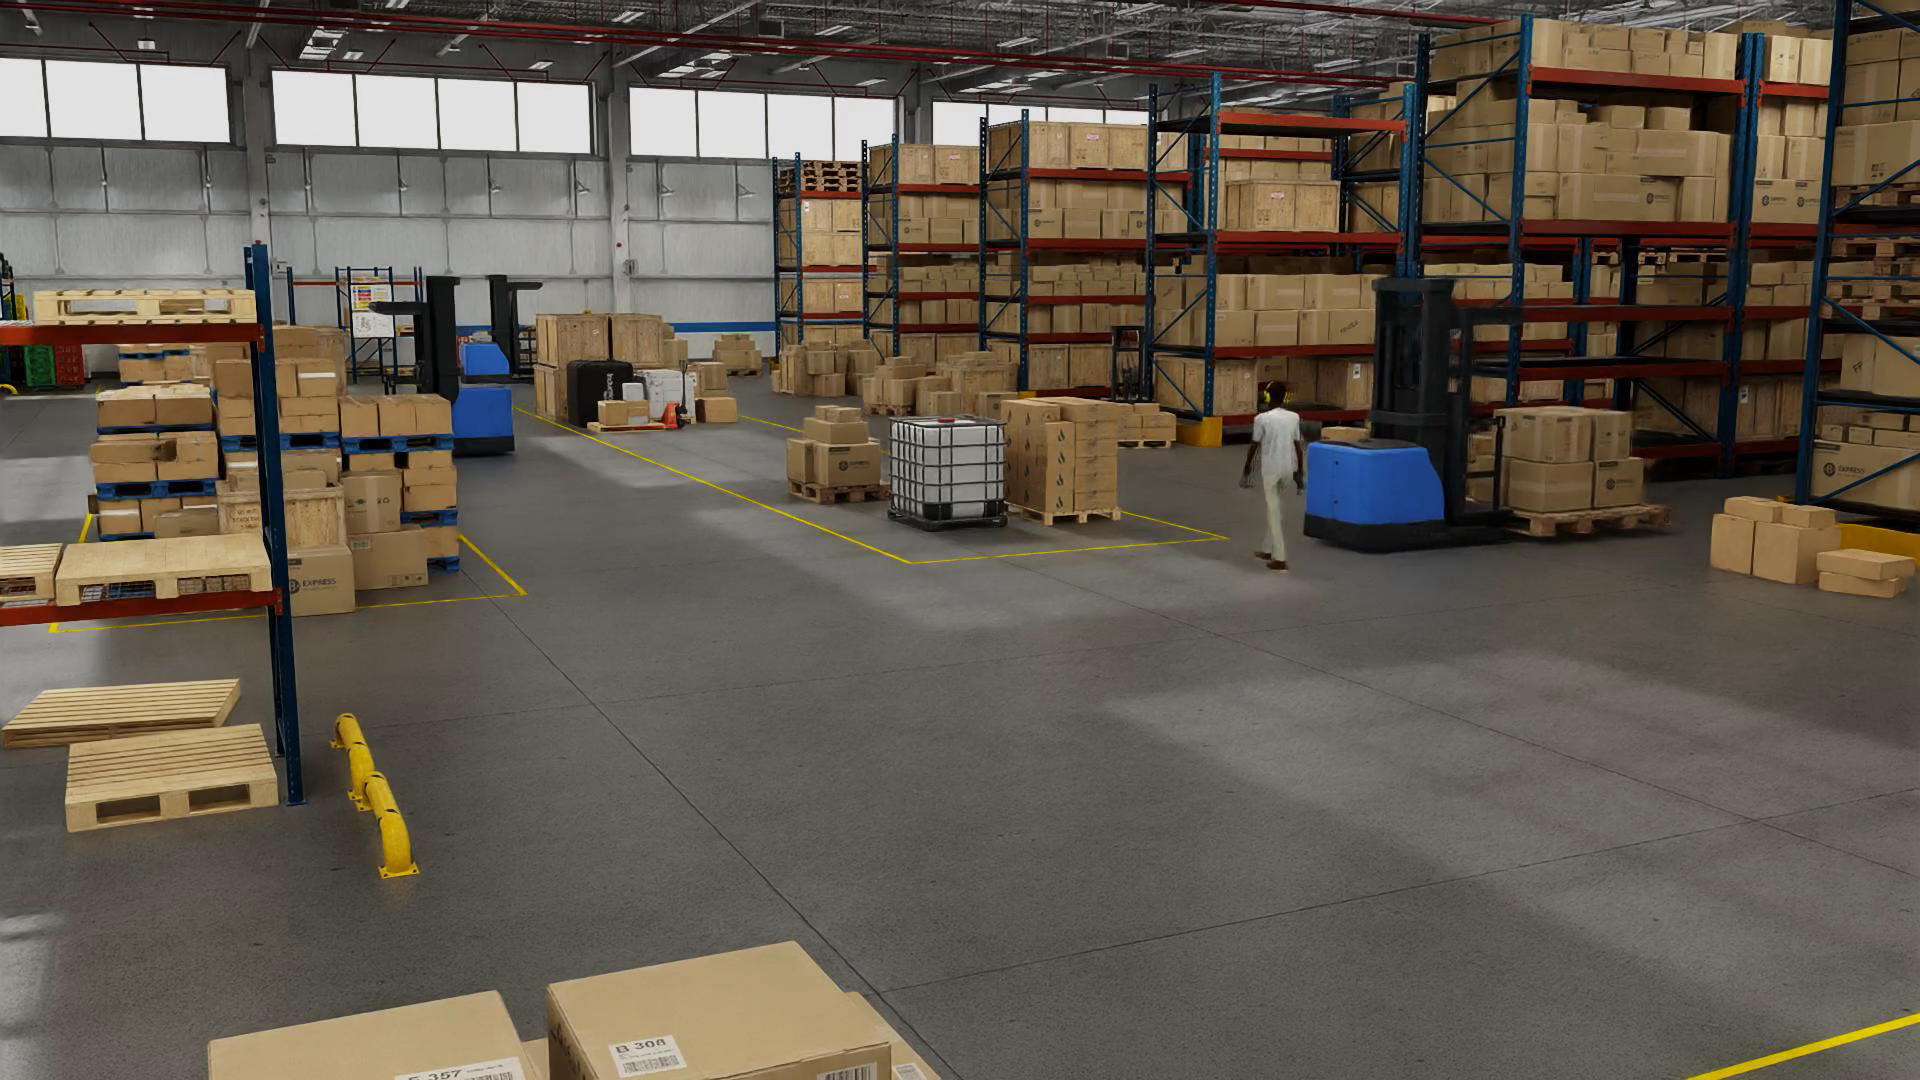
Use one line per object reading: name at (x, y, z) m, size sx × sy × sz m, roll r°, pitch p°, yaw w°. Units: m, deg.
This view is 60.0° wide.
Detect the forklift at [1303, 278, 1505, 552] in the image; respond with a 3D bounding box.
forklift at (4.720, -1.371, 17.594) m, size 1.873 × 2.768 × 1.129 m, roll -4°, pitch 10°, yaw -25°

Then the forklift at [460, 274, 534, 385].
forklift at (-11.703, -5.343, 42.233) m, size 1.873 × 2.768 × 1.129 m, roll -4°, pitch 10°, yaw -25°

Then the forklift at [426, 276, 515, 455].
forklift at (-8.069, -2.737, 26.069) m, size 1.873 × 2.768 × 1.129 m, roll -4°, pitch 10°, yaw -25°

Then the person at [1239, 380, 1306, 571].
person at (3.028, -0.645, 16.317) m, size 0.558 × 1.836 × 0.844 m, roll -4°, pitch 10°, yaw -24°

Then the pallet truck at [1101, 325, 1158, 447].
pallet truck at (2.881, -2.596, 27.923) m, size 0.823 × 1.965 × 1.885 m, roll -1°, pitch 9°, yaw -7°
